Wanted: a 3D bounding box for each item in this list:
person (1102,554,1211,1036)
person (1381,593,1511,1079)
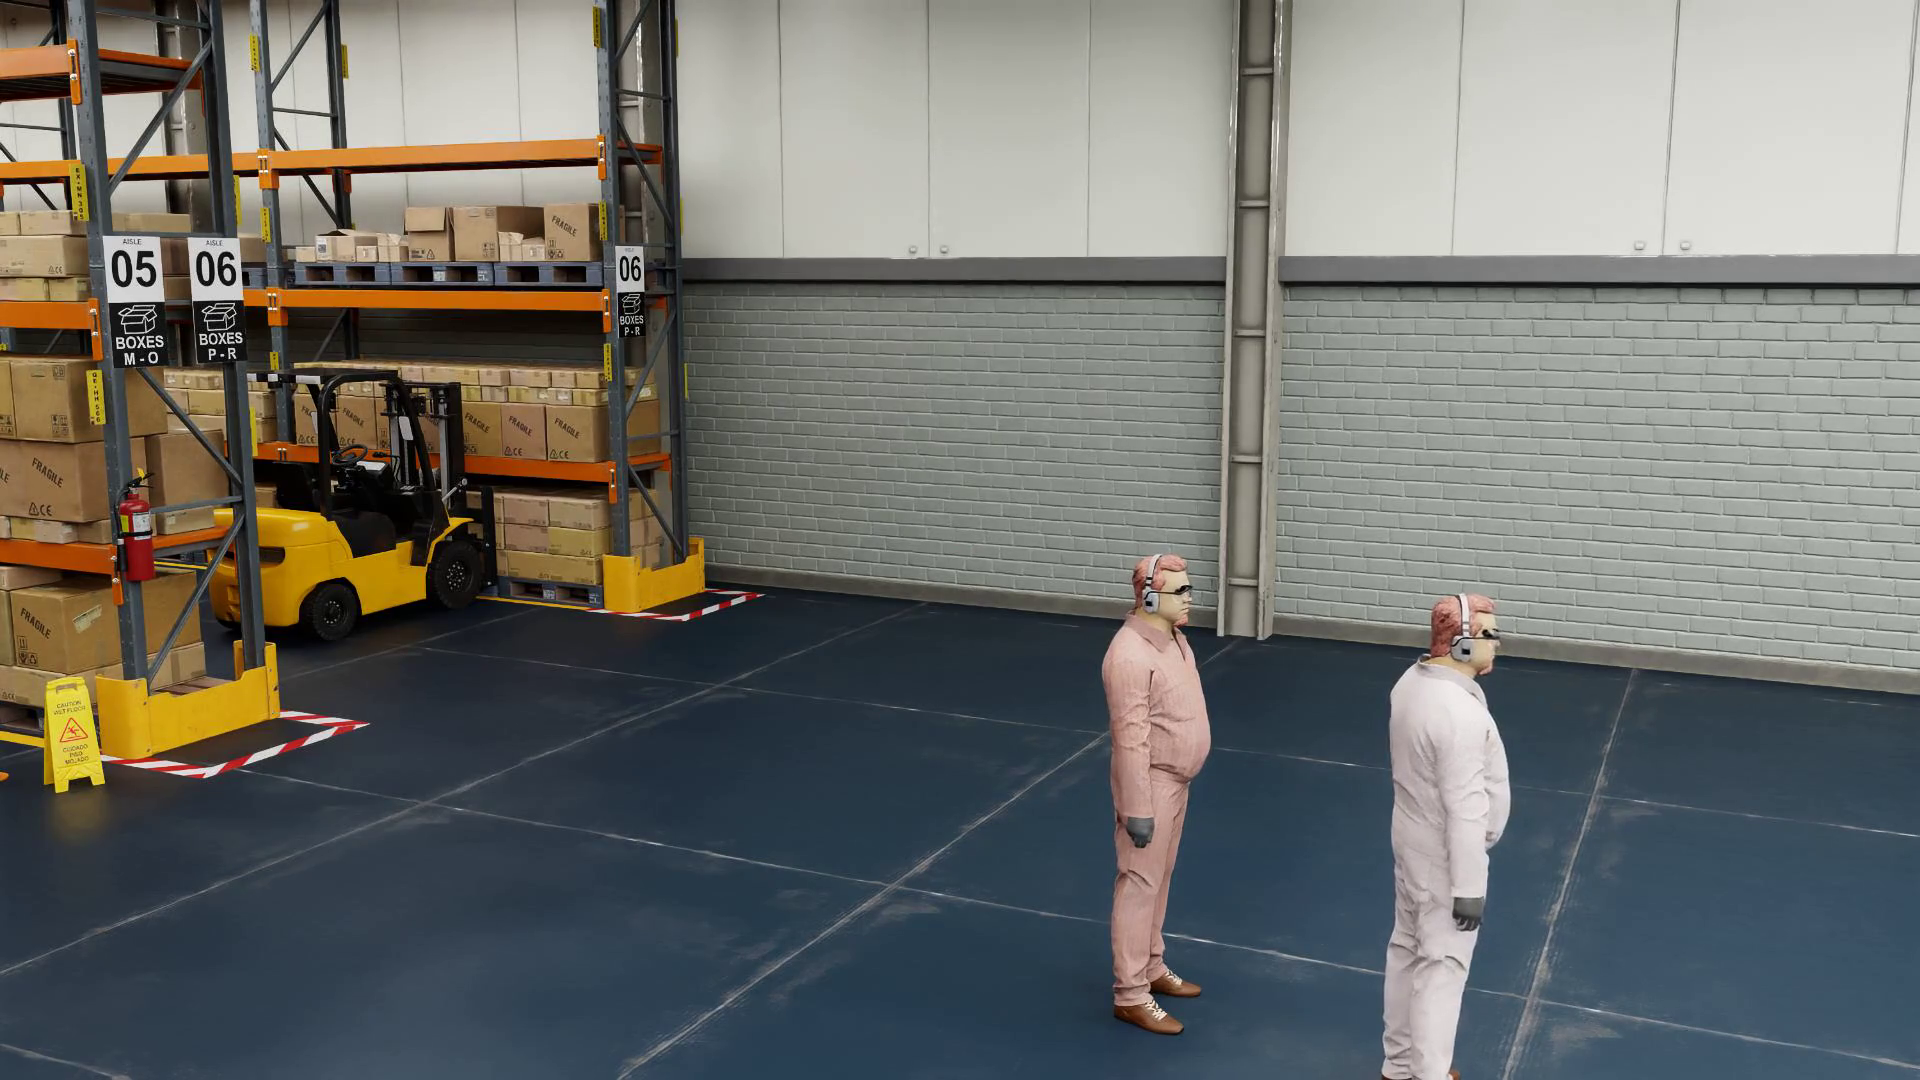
[{"bbox_3d":[0.802,0.999,6.711,0.409,1.909,0.643,3,10,20],"label":"person"},{"bbox_3d":[1.744,1.128,5.923,0.399,1.907,0.644,0,9,-2],"label":"person"}]
